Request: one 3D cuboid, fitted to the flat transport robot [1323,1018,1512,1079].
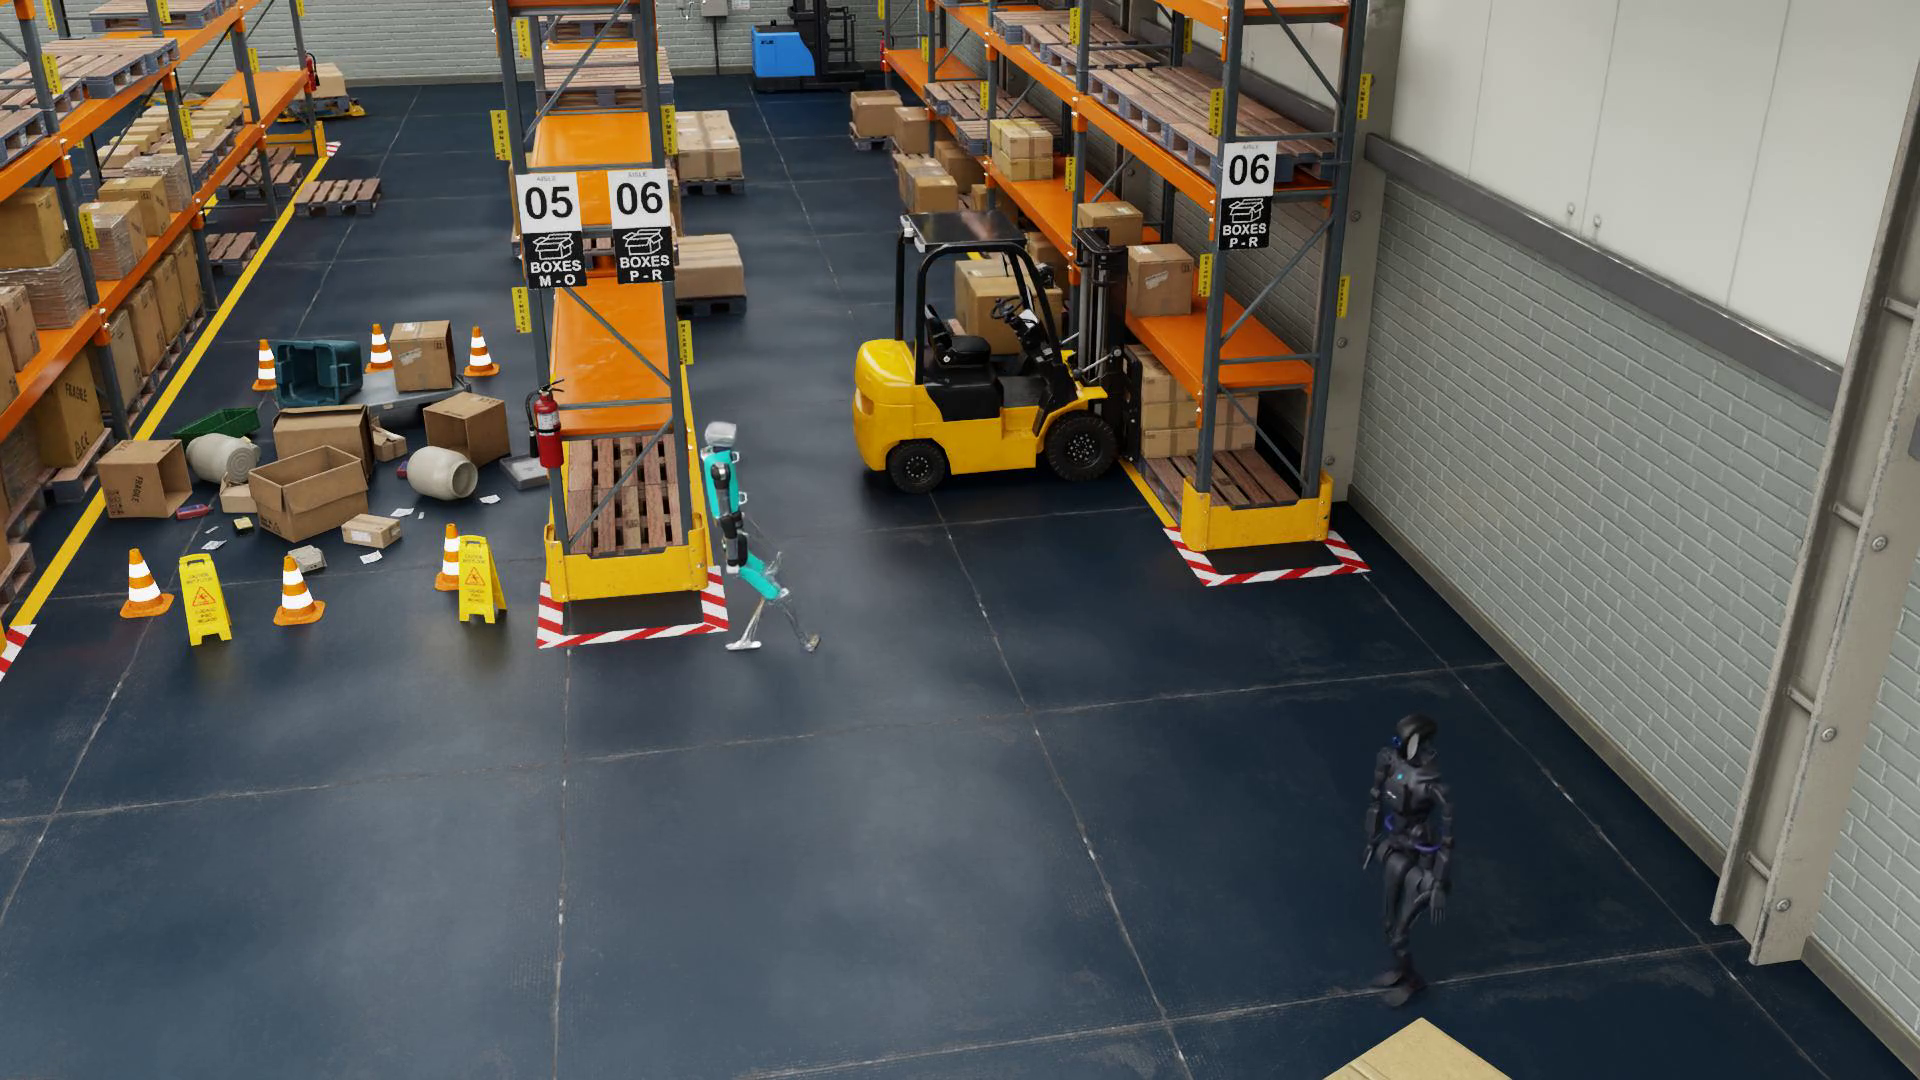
[{"bbox_3d":[1.706,3.192,6.482,1.431,0.231,0.659,-5,26,-10],"label":"flat transport robot"}]

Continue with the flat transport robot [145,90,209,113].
[{"bbox_3d":[-13.631,-7.642,29.044,1.431,0.231,0.659,23,34,39],"label":"flat transport robot"}]

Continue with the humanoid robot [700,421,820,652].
[{"bbox_3d":[-1.312,0.041,11.438,0.843,1.847,0.559,-5,26,-10],"label":"humanoid robot"}]

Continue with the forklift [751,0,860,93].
[{"bbox_3d":[-2.872,-9.679,30.288,1.873,2.768,1.129,-5,26,-10],"label":"forklift"}]

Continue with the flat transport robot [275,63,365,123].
[{"bbox_3d":[-10.964,-7.329,28.393,1.431,0.231,0.659,-12,28,-24],"label":"flat transport robot"}]

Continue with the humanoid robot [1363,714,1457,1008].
[{"bbox_3d":[2.254,1.577,8.226,0.380,1.648,0.591,-13,29,-26],"label":"humanoid robot"}]

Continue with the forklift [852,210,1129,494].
[{"bbox_3d":[0.216,-1.659,14.366,2.313,2.155,1.214,-5,26,-10],"label":"forklift"}]
